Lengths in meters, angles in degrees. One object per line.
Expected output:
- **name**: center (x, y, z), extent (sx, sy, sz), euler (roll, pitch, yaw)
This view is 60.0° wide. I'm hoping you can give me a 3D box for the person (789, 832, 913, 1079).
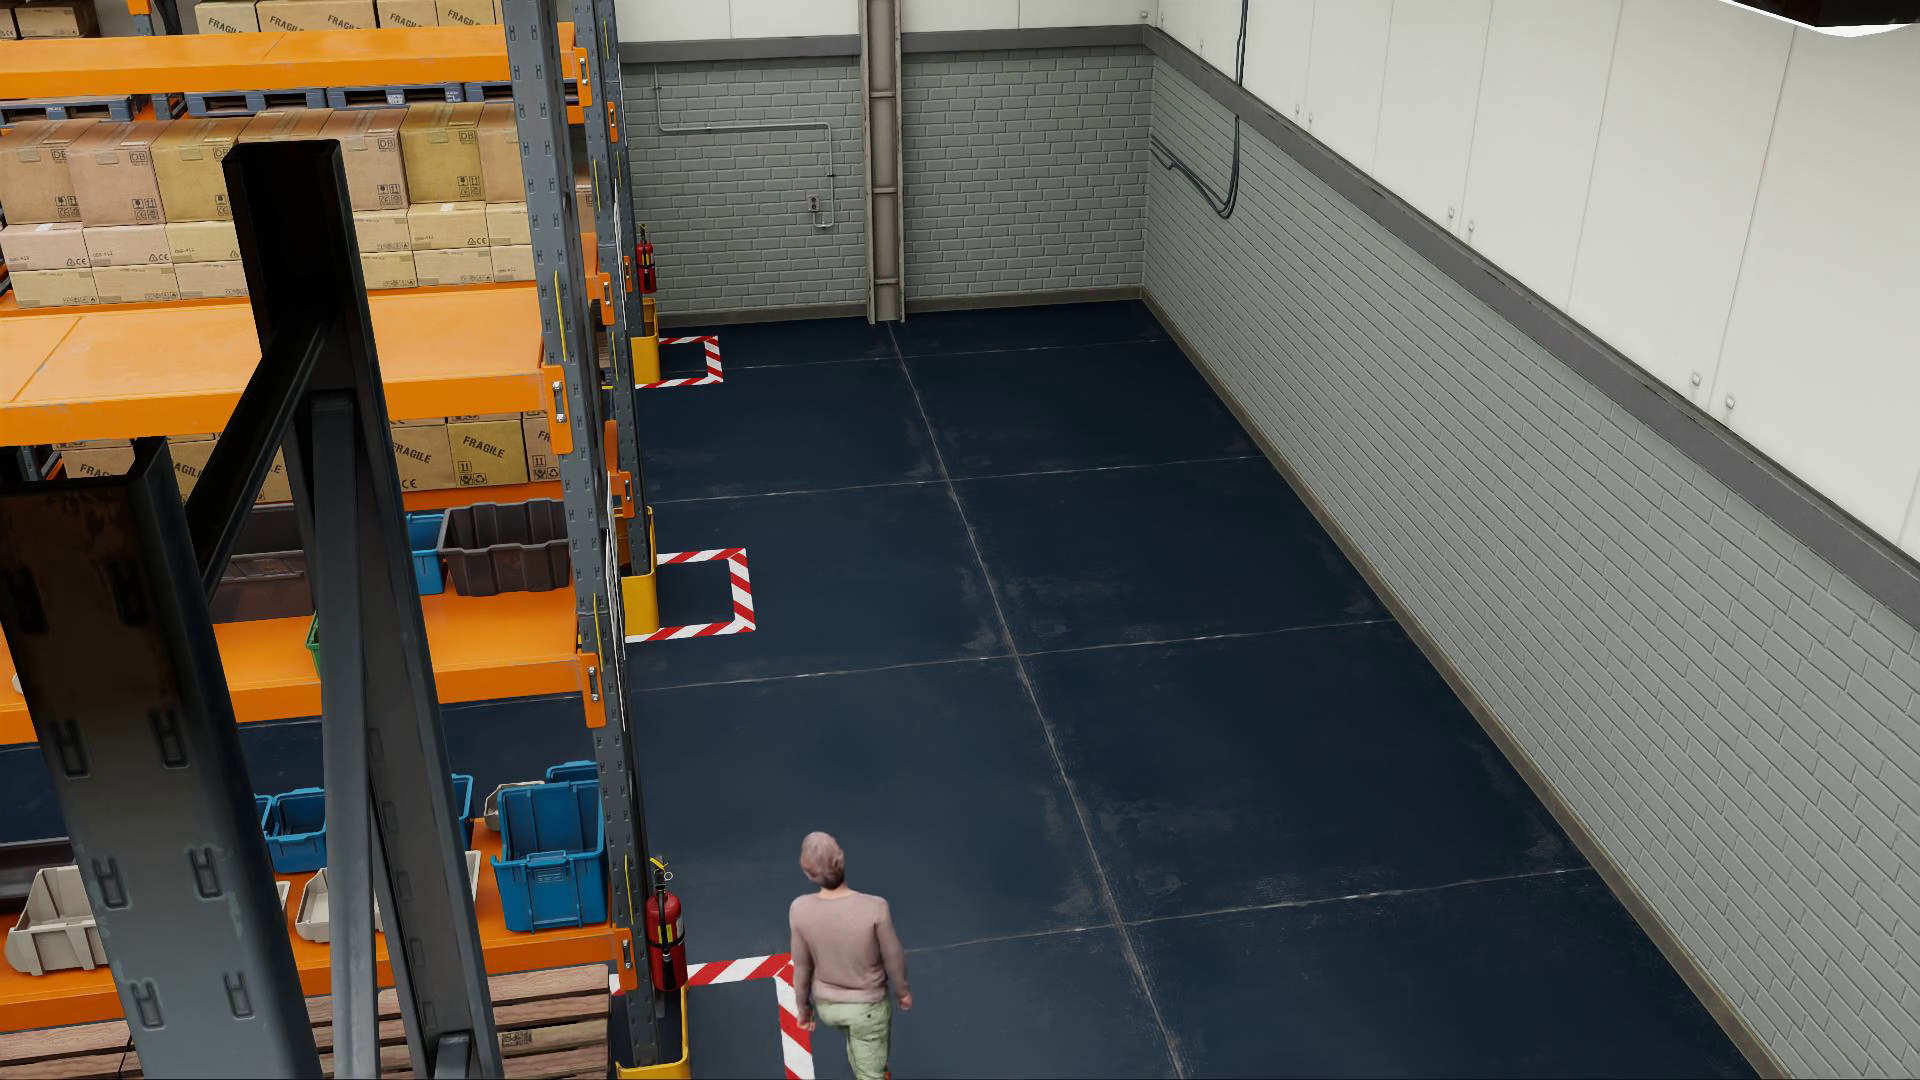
- **person**: center (-0.530, 2.237, 7.750), extent (1.262, 1.827, 1.088), euler (8, 29, 14)
